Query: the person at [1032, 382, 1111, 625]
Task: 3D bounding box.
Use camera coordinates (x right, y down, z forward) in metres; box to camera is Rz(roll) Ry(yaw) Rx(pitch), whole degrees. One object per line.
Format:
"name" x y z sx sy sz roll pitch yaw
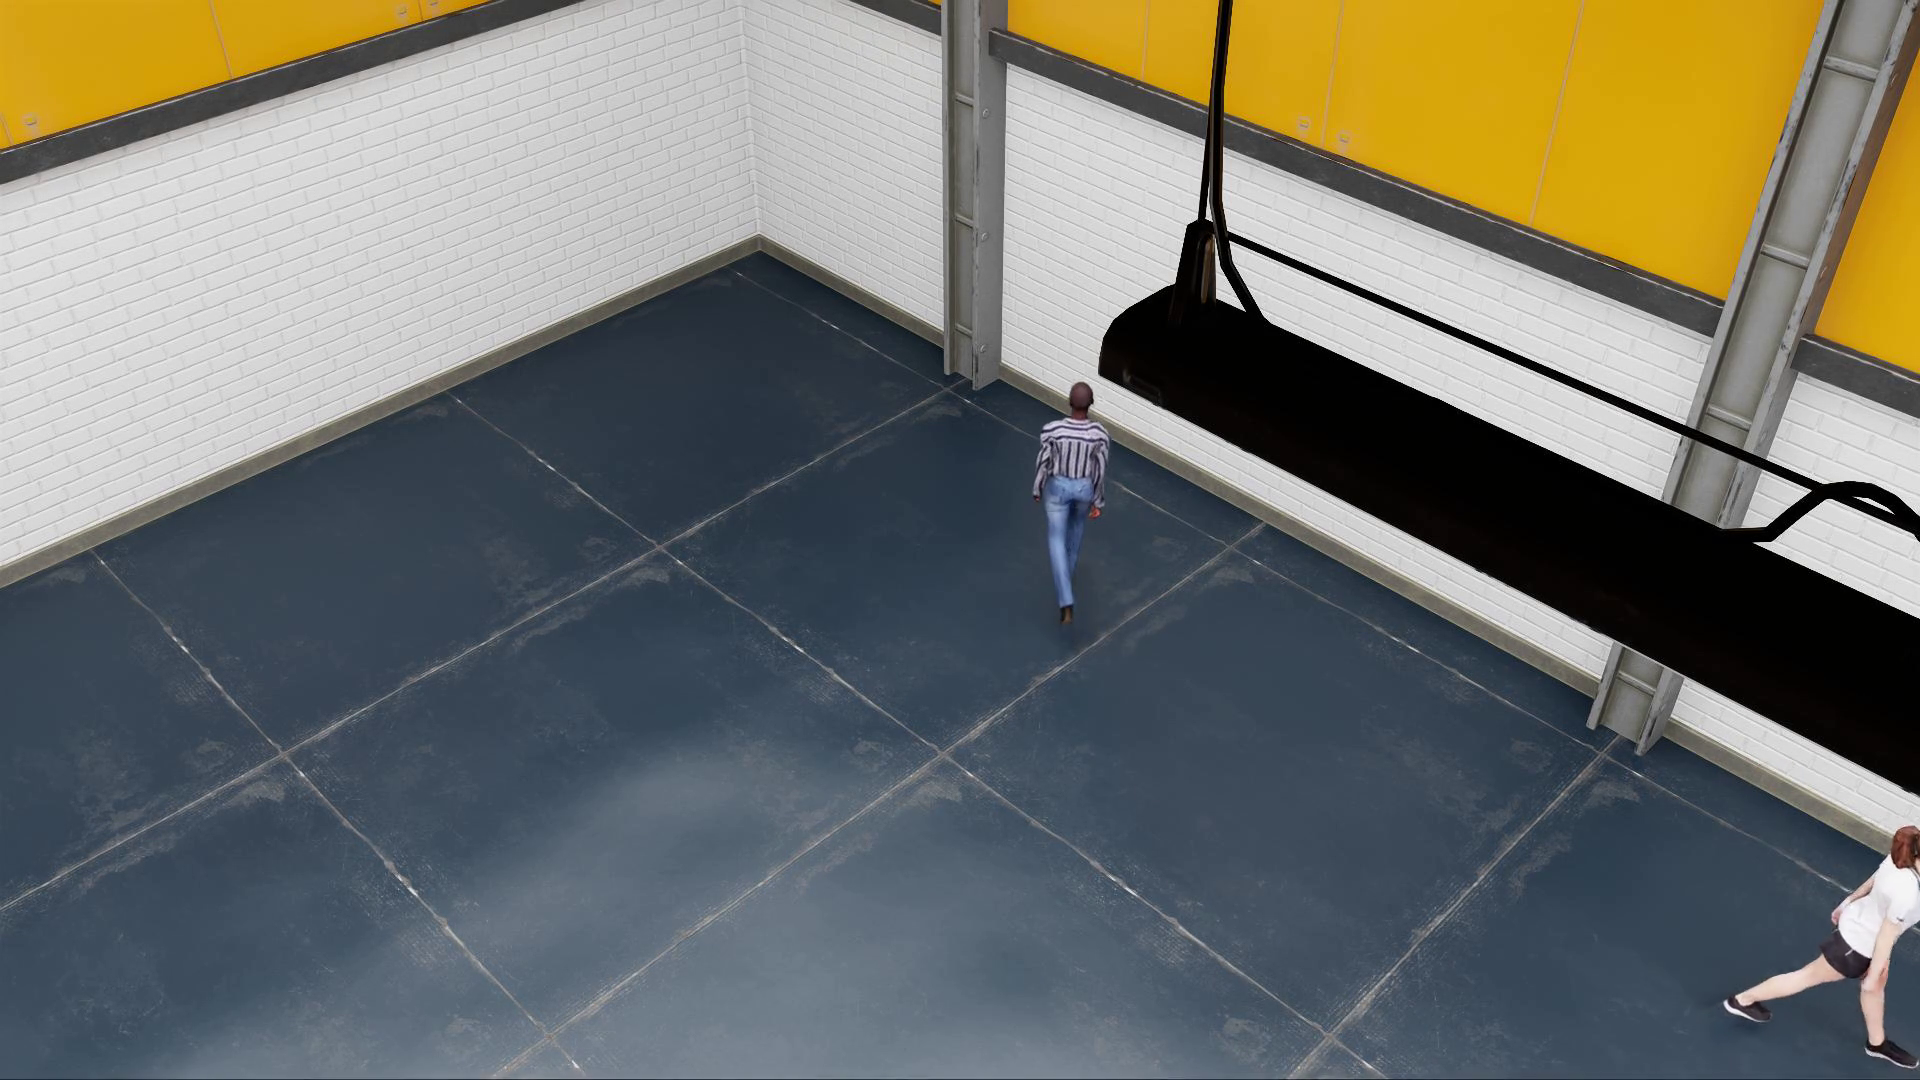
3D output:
"person" 0.757 -0.233 11.295 1.079 1.762 1.188 -3 39 -4

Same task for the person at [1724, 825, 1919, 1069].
"person" 4.509 2.028 8.523 1.253 1.689 0.886 15 41 17
